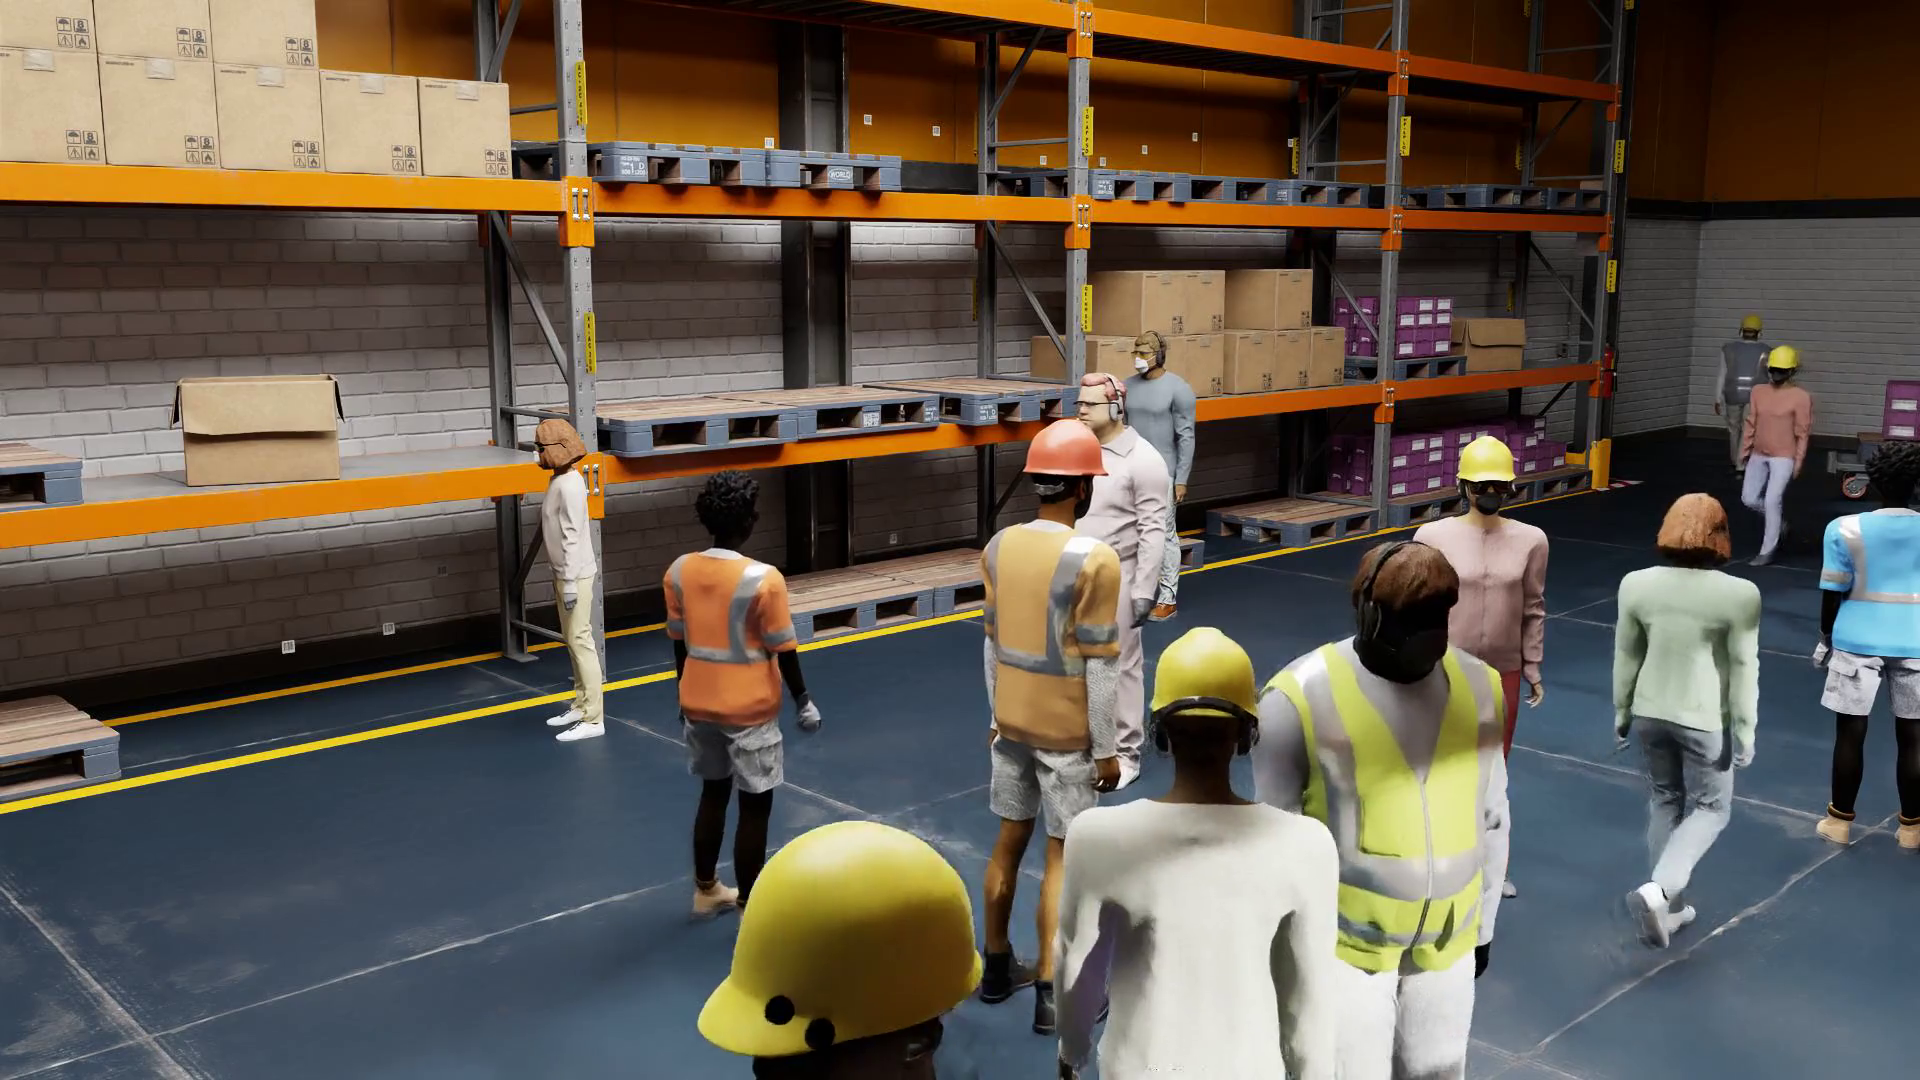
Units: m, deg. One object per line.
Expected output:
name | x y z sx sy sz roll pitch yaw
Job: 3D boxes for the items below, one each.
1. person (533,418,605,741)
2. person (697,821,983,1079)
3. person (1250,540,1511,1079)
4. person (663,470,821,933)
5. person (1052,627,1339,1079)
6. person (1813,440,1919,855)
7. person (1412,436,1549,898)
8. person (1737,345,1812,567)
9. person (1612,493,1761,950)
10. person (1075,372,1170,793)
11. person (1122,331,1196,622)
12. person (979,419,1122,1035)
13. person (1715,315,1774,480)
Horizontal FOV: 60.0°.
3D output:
person | -1.988 0.194 8.427 0.285 1.625 0.495 -4 10 -21
person | -0.057 1.203 1.798 1.015 1.873 0.584 -8 13 -40
person | 0.945 0.877 3.847 0.639 1.821 0.707 -2 10 -12
person | -0.785 0.592 5.901 0.551 1.697 0.360 7 12 36
person | 0.446 1.017 3.290 0.528 1.721 0.886 0 10 2
person | 3.765 0.440 6.776 0.529 1.694 0.321 3 10 18
person | 1.948 0.487 6.292 0.523 1.769 0.313 0 10 0
person | 6.421 -0.661 13.055 0.484 1.743 0.540 -5 11 -27
person | 2.498 0.641 5.814 0.567 1.609 0.511 -9 13 -41
person | 0.629 0.189 7.624 0.404 1.911 0.636 -9 13 -42
person | 1.274 -0.428 11.143 0.636 1.938 0.358 10 14 44
person | 0.302 0.579 5.319 0.431 1.924 0.557 -8 12 -39
person | 8.672 -1.573 18.309 0.620 1.777 0.949 6 11 31
